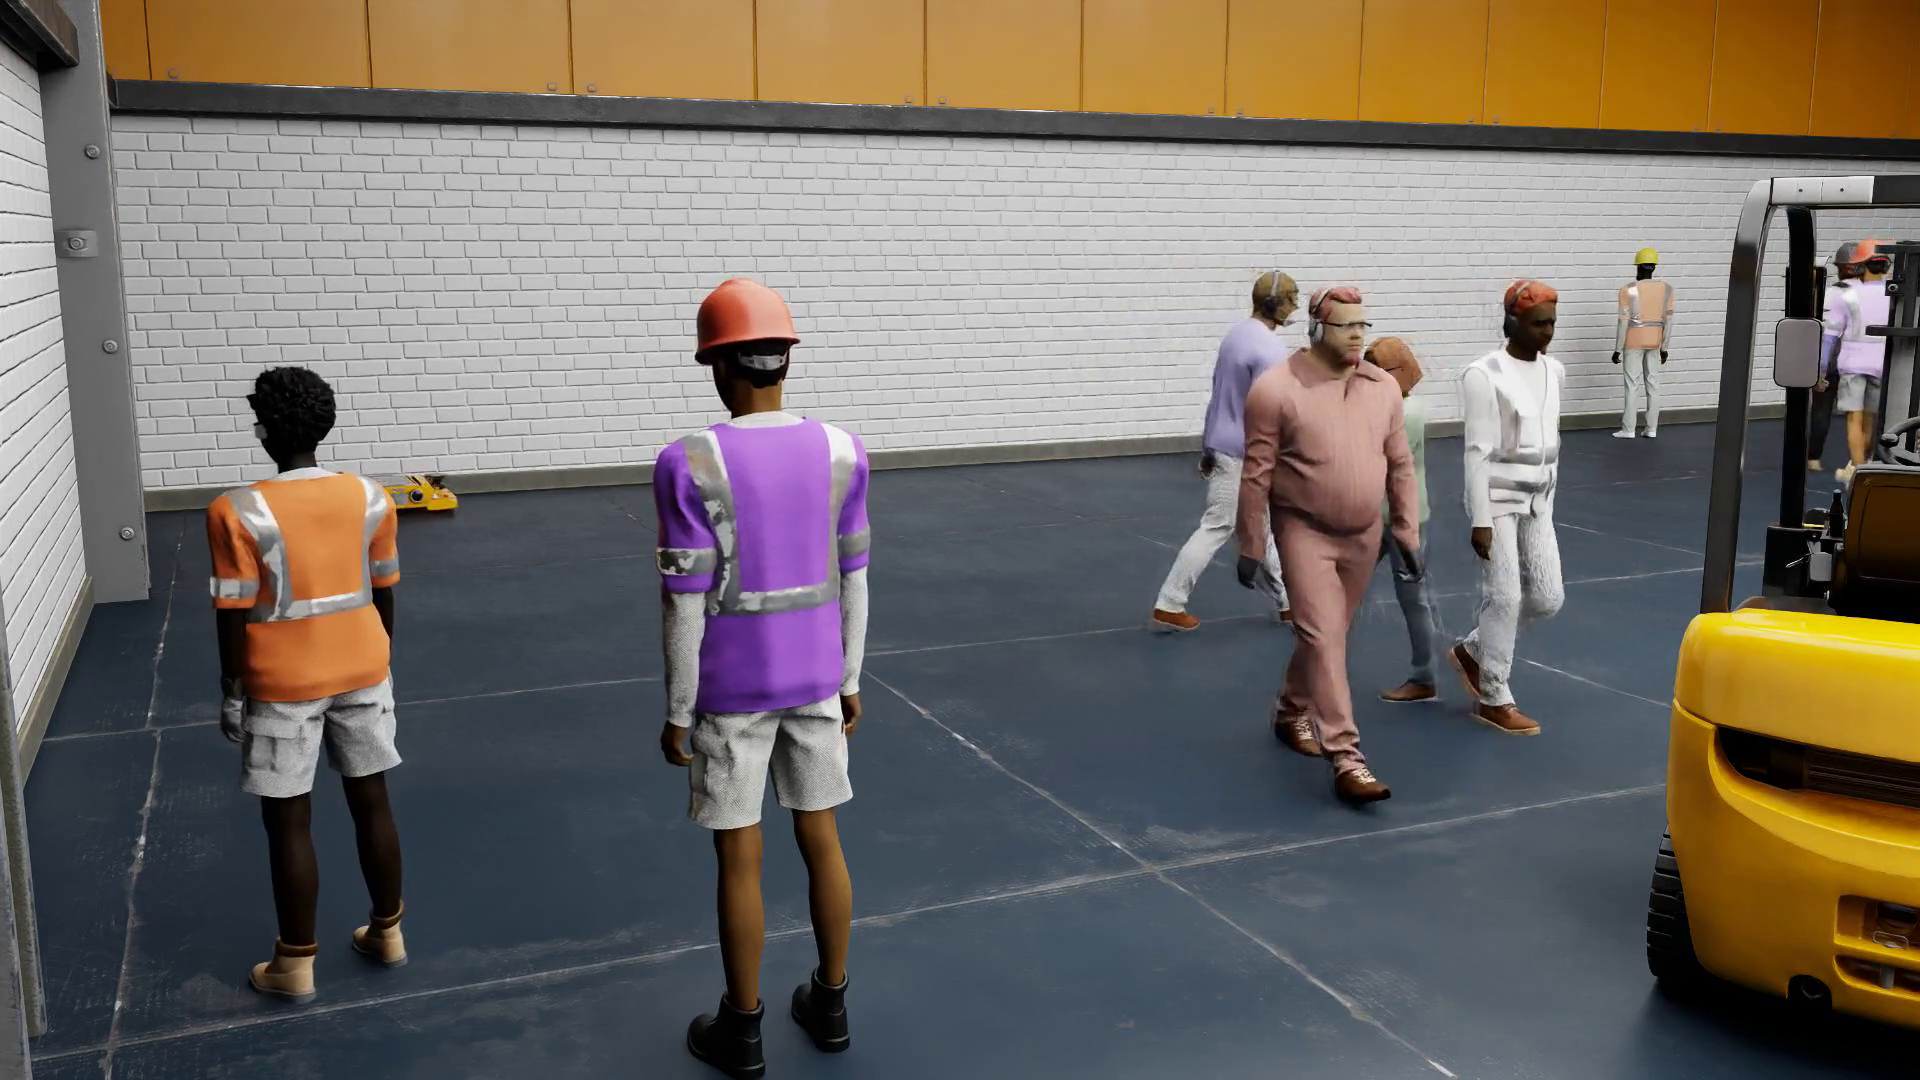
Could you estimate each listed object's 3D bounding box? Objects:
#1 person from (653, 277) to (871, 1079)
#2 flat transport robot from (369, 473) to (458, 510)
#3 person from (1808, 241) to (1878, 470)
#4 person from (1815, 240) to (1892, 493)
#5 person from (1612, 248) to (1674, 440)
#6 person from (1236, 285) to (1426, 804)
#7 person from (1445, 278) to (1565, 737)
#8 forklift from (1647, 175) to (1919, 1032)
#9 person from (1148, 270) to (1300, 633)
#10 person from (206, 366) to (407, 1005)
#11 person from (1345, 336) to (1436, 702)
[{"bbox_3d":[-0.483,0.340,4.031,0.542,1.931,0.366,-6,12,-31],"label":"person"},{"bbox_3d":[-4.505,-0.327,12.283,1.431,0.197,0.652,-5,11,-25],"label":"flat transport robot"},{"bbox_3d":[7.631,-1.568,14.240,0.681,2.000,0.945,1,10,4],"label":"person"},{"bbox_3d":[7.197,-1.379,13.303,0.630,2.018,0.778,1,10,7],"label":"person"},{"bbox_3d":[6.877,-1.976,16.806,0.594,1.925,0.379,-2,10,-9],"label":"person"},{"bbox_3d":[1.394,-0.009,6.186,0.653,1.860,1.000,-4,11,-21],"label":"person"},{"bbox_3d":[2.247,-0.135,6.823,0.594,1.864,0.469,-6,12,-31],"label":"person"},{"bbox_3d":[2.810,0.094,4.662,1.214,2.155,2.313,7,12,34],"label":"forklift"},{"bbox_3d":[1.435,-0.433,8.497,1.008,1.876,0.683,-1,10,-5],"label":"person"},{"bbox_3d":[-1.738,0.381,4.481,0.319,1.690,0.539,8,13,37],"label":"person"},{"bbox_3d":[1.773,-0.073,7.217,0.724,1.604,0.494,0,10,-2],"label":"person"}]
